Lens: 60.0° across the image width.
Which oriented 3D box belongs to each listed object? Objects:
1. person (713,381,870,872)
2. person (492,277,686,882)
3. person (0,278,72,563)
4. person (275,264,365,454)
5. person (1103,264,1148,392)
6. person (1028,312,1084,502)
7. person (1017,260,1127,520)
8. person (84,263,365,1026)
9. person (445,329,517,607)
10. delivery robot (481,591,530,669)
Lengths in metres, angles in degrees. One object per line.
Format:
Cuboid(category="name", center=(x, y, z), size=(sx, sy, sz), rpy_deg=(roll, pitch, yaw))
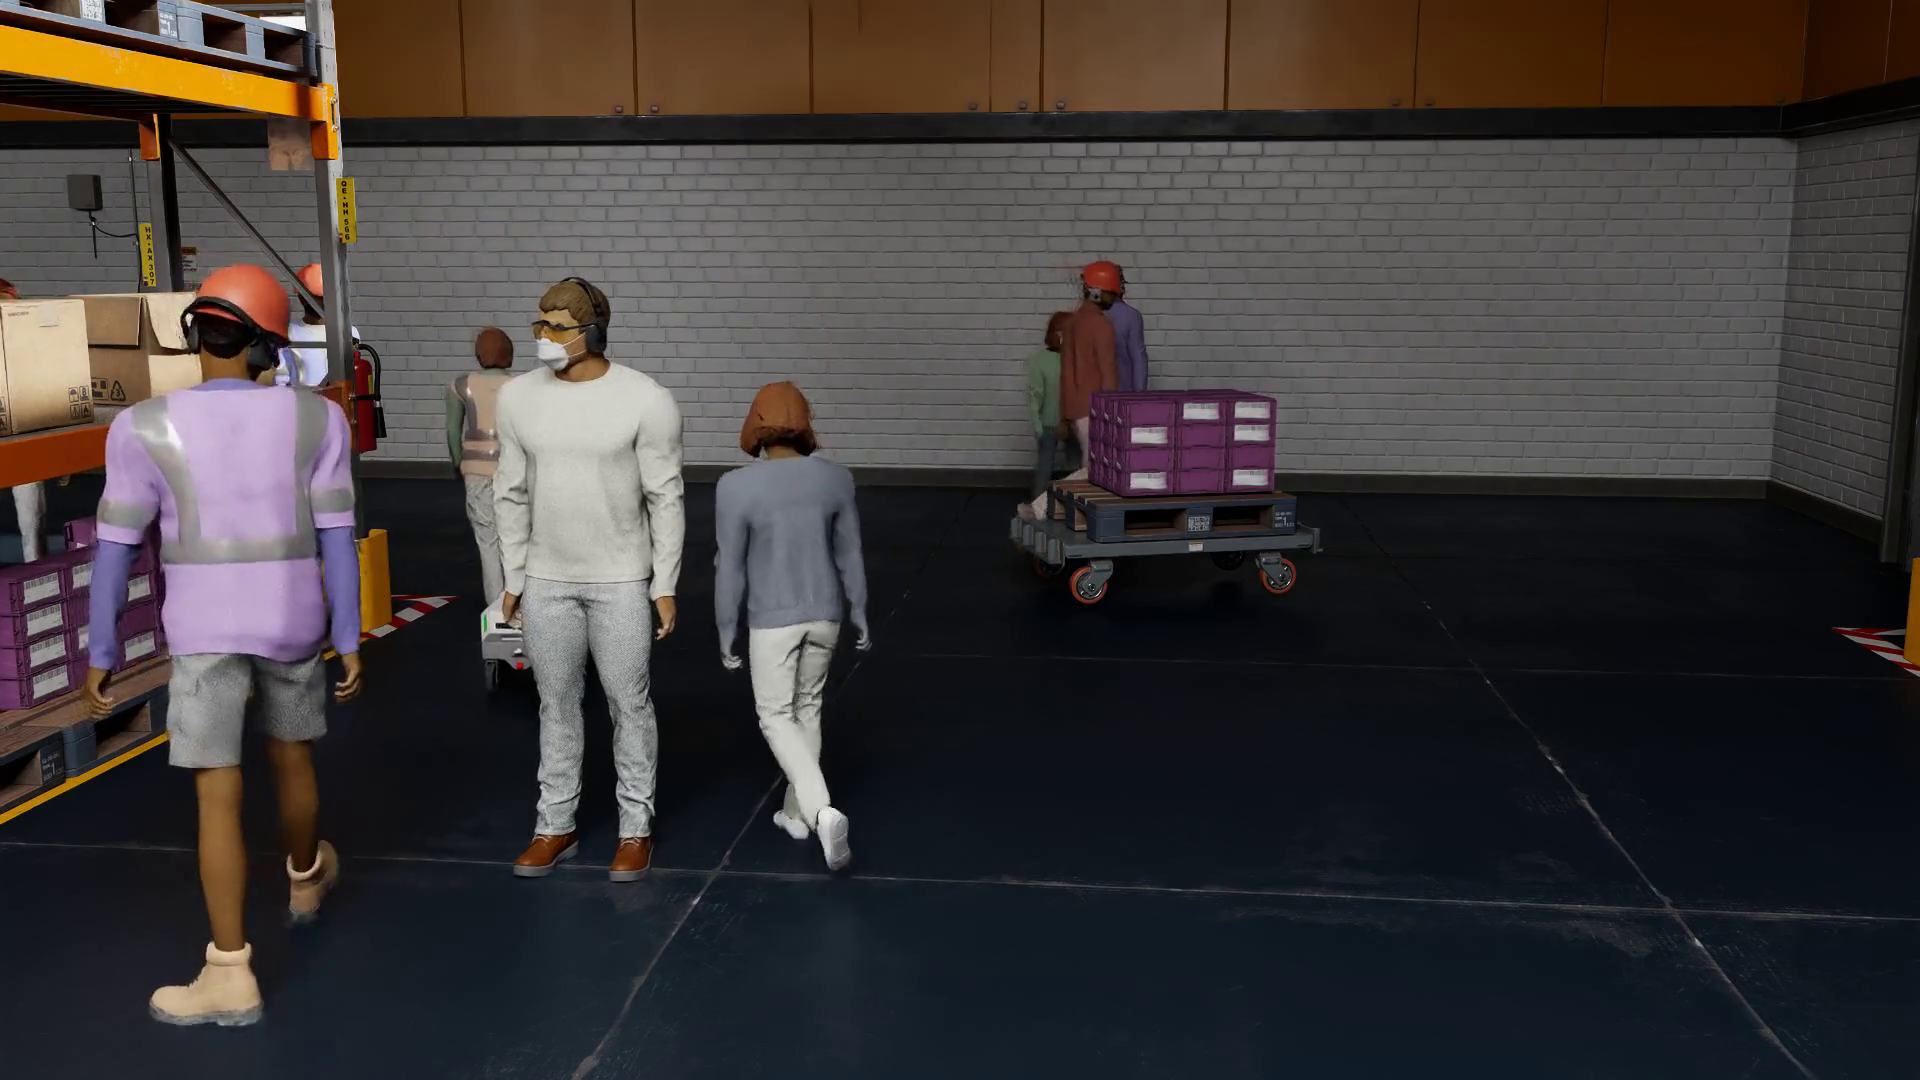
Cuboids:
Cuboid(category="person", center=(-0.515, 0.285, 5.453), size=(0.557, 1.596, 0.714), rpy_deg=(-6, 11, -30))
Cuboid(category="person", center=(-1.187, 0.136, 5.336), size=(0.629, 1.937, 0.378), rpy_deg=(2, 10, 10))
Cuboid(category="person", center=(-5.055, -0.443, 8.808), size=(0.601, 1.878, 0.381), rpy_deg=(-7, 12, -35))
Cuboid(category="person", center=(-3.877, -0.702, 10.129), size=(0.551, 1.934, 0.362), rpy_deg=(-8, 13, -40))
Cuboid(category="person", center=(1.149, -1.120, 12.596), size=(0.642, 1.913, 0.409), rpy_deg=(7, 12, 35))
Cuboid(category="person", center=(0.725, -0.800, 11.676), size=(0.506, 1.587, 0.824), rpy_deg=(-3, 10, -15))
Cuboid(category="person", center=(0.769, -0.854, 10.942), size=(0.808, 1.962, 0.629), rpy_deg=(-4, 11, -20))
Cuboid(category="person", center=(-2.027, 0.247, 4.588), size=(0.699, 1.973, 0.936), rpy_deg=(-6, 12, -32))
Cuboid(category="person", center=(-2.566, -0.367, 9.209), size=(0.518, 1.586, 0.885), rpy_deg=(-3, 10, -18))
Cuboid(category="delivery robot", center=(-1.989, 0.354, 7.758), size=(0.477, 0.478, 0.707), rpy_deg=(0, 10, -2))
